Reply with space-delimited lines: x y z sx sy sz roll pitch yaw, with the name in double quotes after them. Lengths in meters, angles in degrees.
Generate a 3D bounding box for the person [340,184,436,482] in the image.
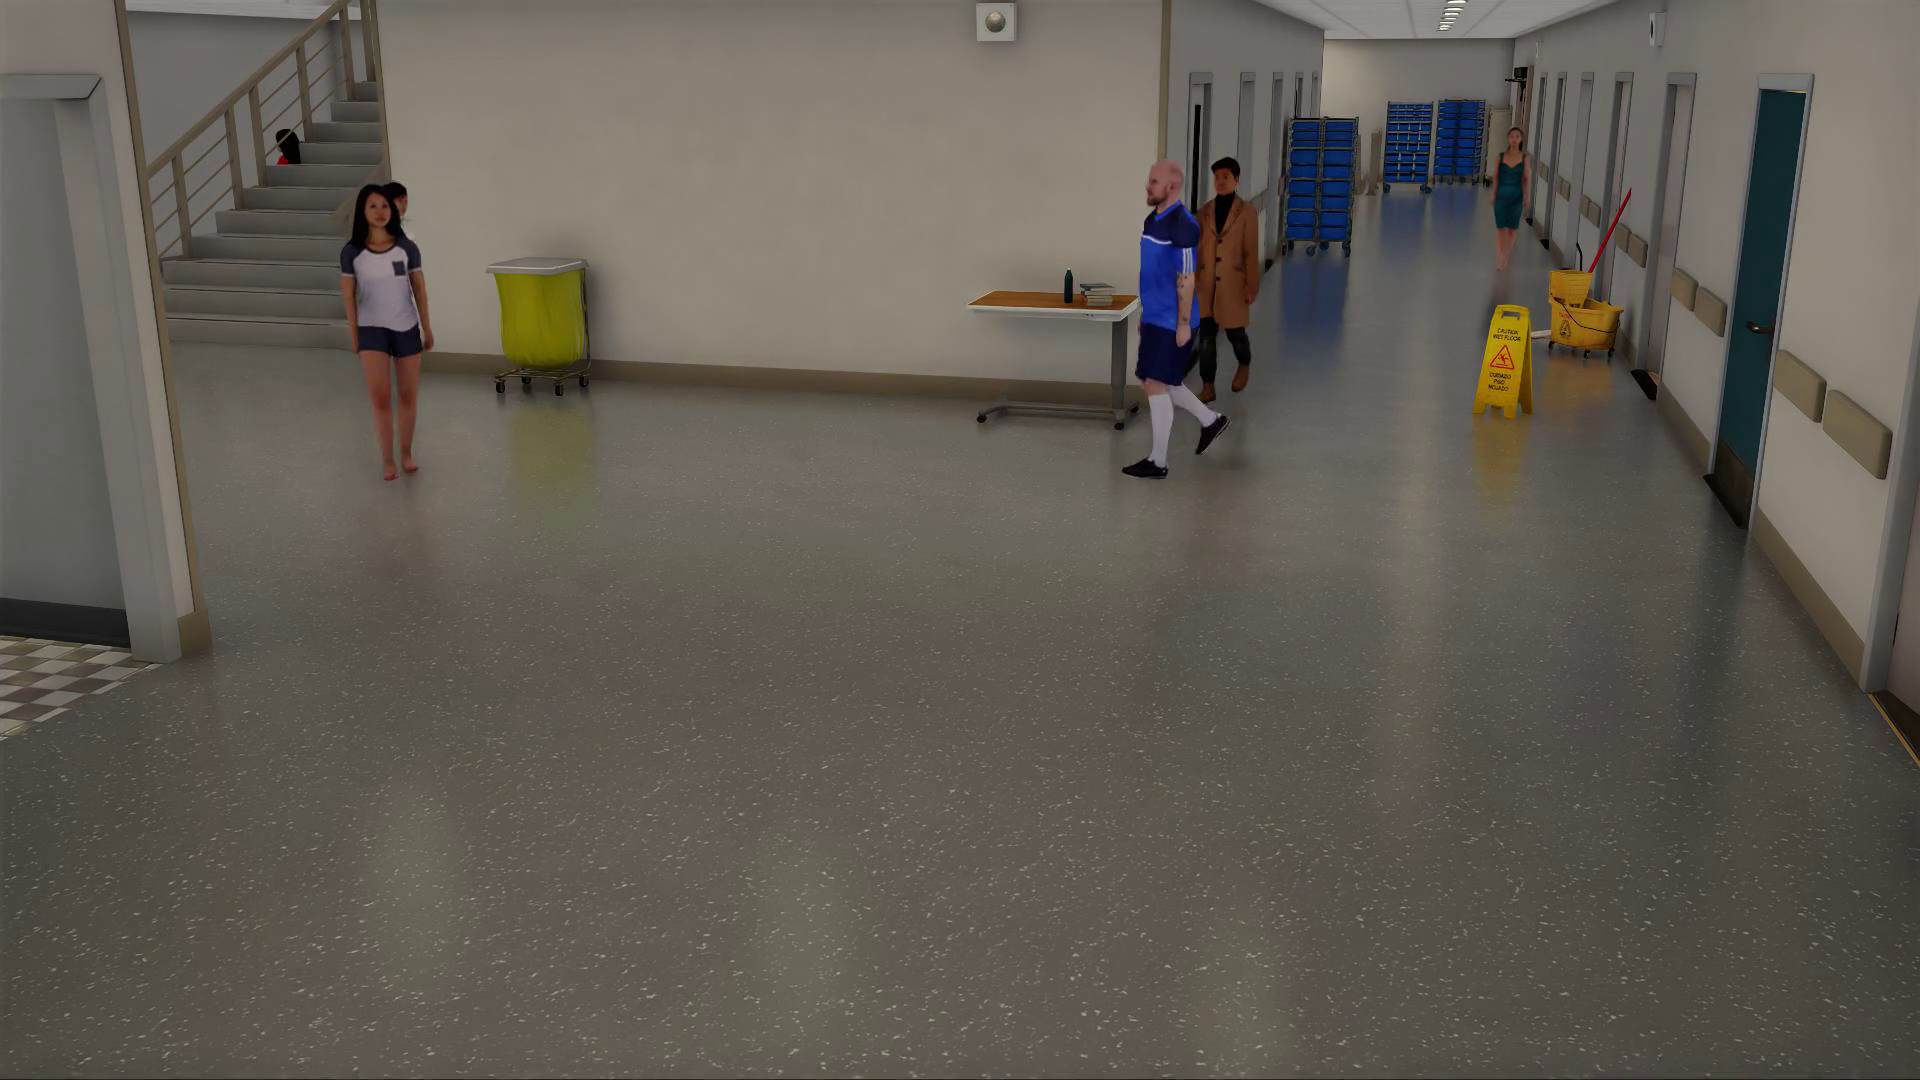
-3.351 -1.220 9.751 0.834 1.687 0.898 -9 18 -28 "person"

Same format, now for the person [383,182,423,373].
-4.177 -1.831 12.204 0.840 1.531 0.902 14 21 40 "person"

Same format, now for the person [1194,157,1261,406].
1.918 -1.836 11.837 0.835 1.697 1.129 9 18 28 "person"

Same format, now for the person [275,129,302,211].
-6.925 -3.391 17.338 0.714 1.748 0.593 1 16 5 "person"

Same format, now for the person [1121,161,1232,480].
1.277 -1.264 9.652 0.995 1.825 1.016 -4 16 -14 "person"

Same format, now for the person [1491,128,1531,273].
6.477 -3.967 19.592 0.628 1.635 1.045 5 17 19 "person"
